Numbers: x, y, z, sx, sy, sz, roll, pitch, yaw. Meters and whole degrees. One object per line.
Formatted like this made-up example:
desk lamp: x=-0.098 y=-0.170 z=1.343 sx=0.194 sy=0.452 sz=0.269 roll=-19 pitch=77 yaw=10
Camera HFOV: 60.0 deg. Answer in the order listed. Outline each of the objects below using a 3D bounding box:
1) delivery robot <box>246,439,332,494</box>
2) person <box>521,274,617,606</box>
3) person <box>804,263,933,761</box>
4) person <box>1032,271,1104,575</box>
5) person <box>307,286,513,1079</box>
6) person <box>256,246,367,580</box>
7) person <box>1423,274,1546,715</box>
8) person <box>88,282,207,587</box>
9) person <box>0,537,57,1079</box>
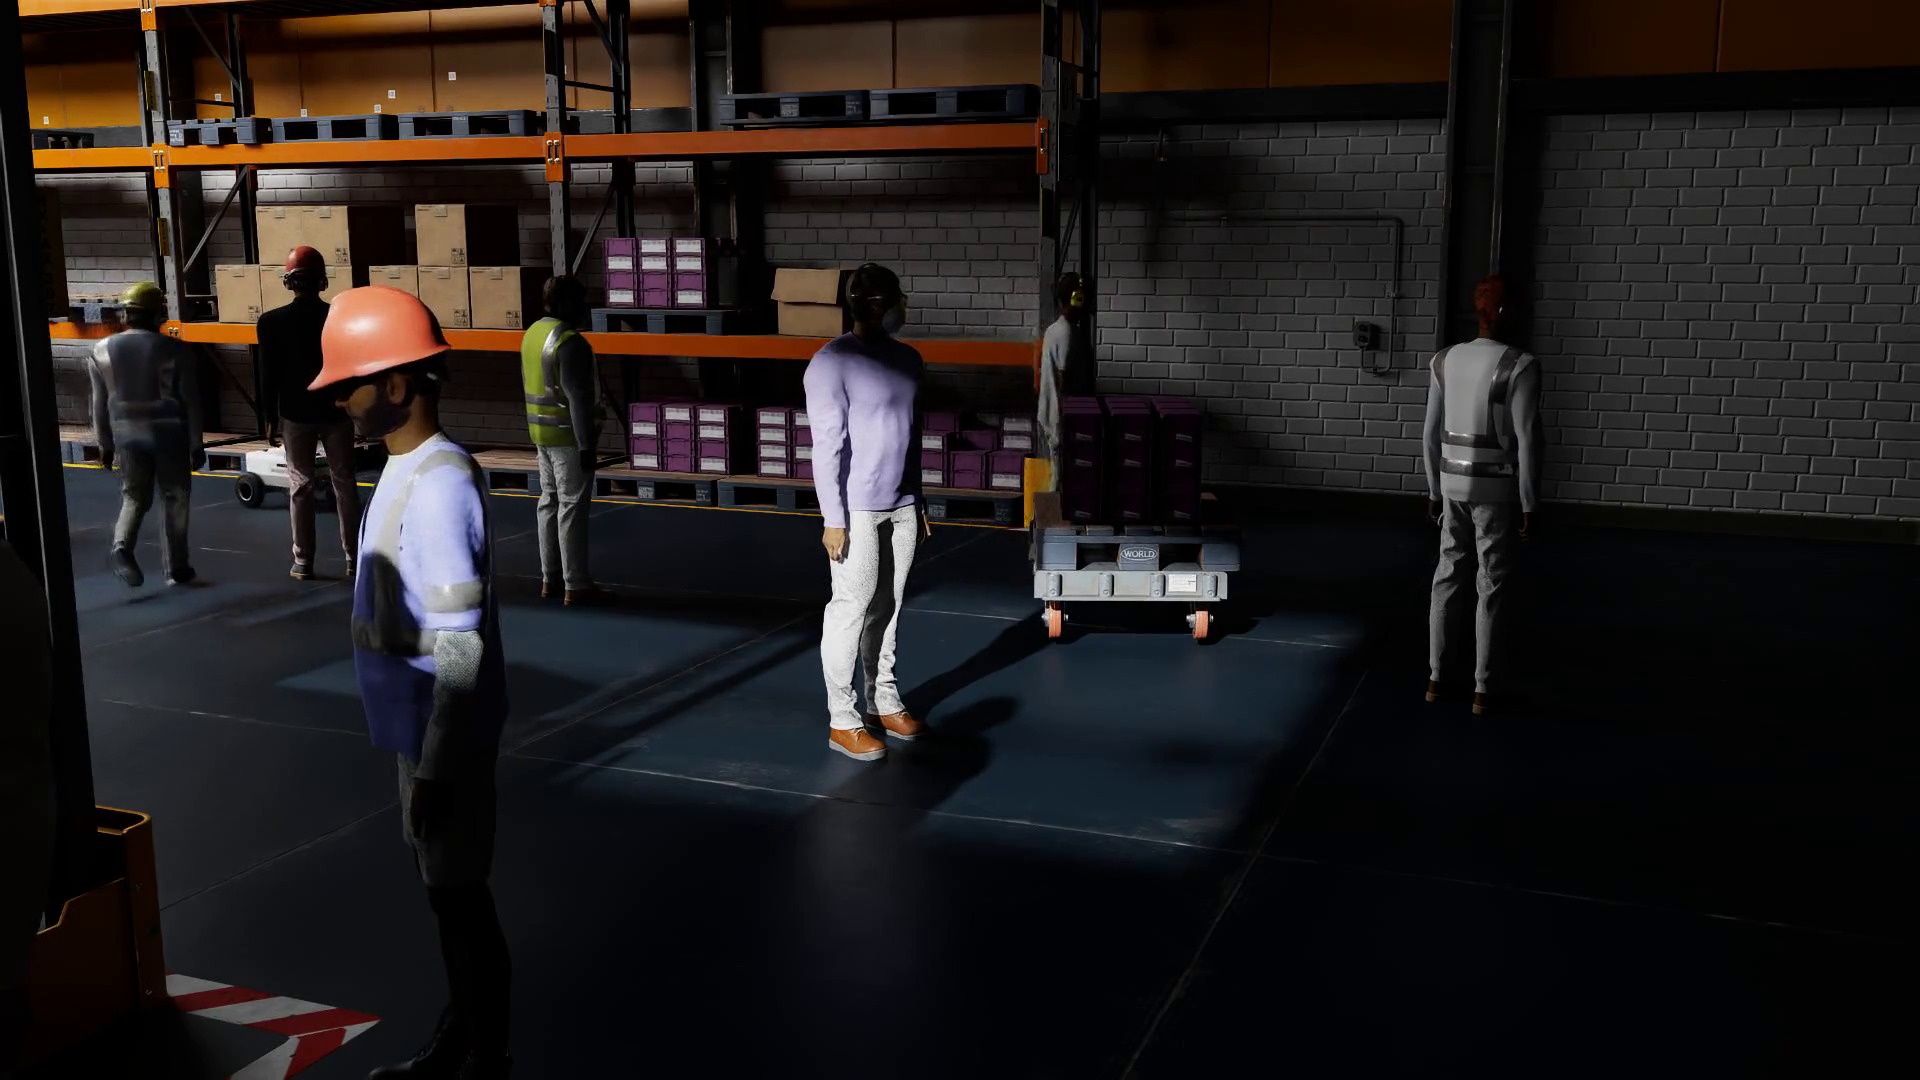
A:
delivery robot: x=-5.094 y=-0.564 z=12.680 sx=0.707 sy=0.478 sz=0.477 roll=5 pitch=12 yaw=28
person: x=-2.195 y=-0.558 z=9.328 sx=0.429 sy=1.840 sz=0.637 roll=-8 pitch=13 yaw=-37
person: x=-0.340 y=-0.117 z=6.597 sx=0.372 sy=1.940 sz=0.630 roll=7 pitch=12 yaw=35
person: x=0.673 y=-0.684 z=10.009 sx=0.550 sy=1.842 sz=0.546 roll=-1 pitch=10 yaw=-7
person: x=-1.196 y=0.411 z=3.689 sx=0.374 sy=1.928 sz=0.543 roll=-5 pitch=11 yaw=-24
person: x=-3.865 y=-0.755 z=9.993 sx=0.611 sy=1.995 sz=0.375 roll=-5 pitch=11 yaw=-26
person: x=2.256 y=-0.195 z=7.178 sx=0.338 sy=1.884 sz=0.582 roll=-7 pitch=12 yaw=-33
person: x=-4.712 y=-0.589 z=9.639 sx=0.599 sy=1.798 sz=0.668 roll=-1 pitch=10 yaw=-7
person: x=-1.663 y=0.615 z=2.518 sx=0.632 sy=1.940 sz=0.372 roll=1 pitch=10 yaw=8
